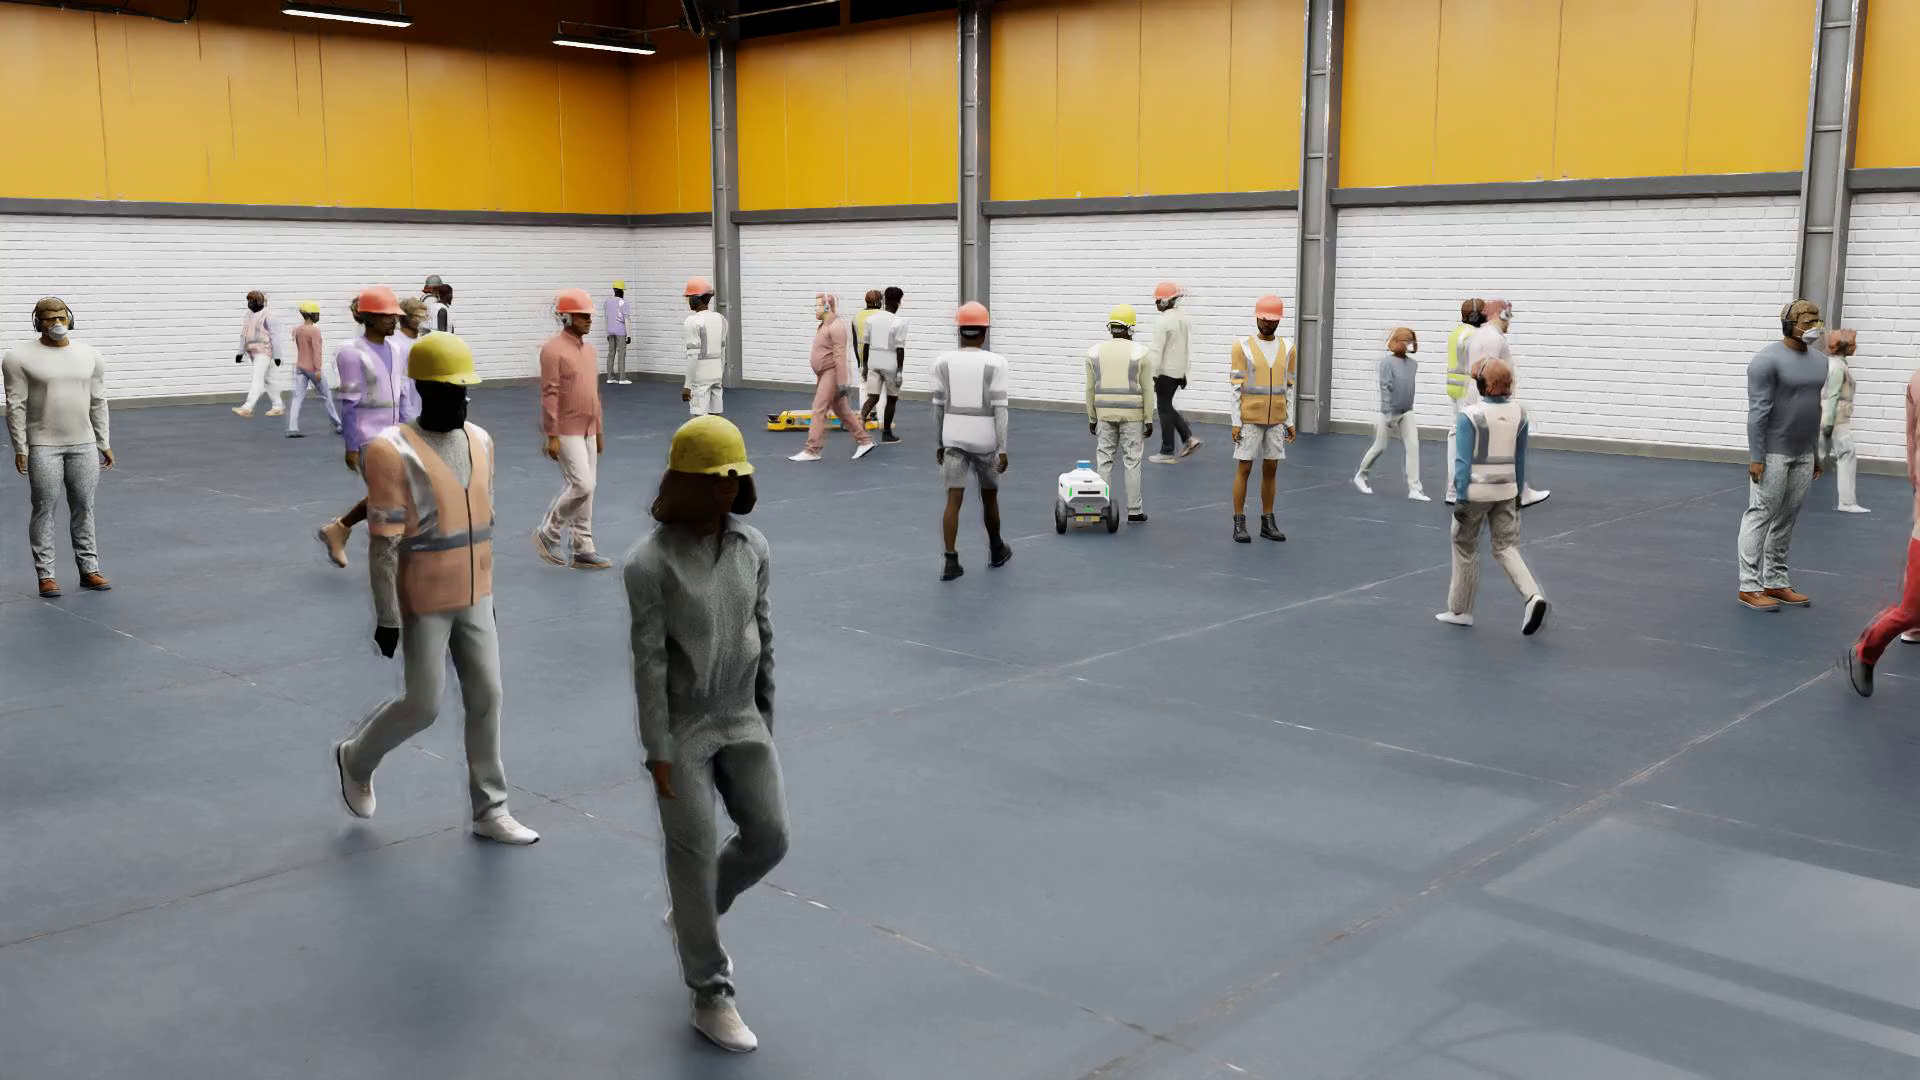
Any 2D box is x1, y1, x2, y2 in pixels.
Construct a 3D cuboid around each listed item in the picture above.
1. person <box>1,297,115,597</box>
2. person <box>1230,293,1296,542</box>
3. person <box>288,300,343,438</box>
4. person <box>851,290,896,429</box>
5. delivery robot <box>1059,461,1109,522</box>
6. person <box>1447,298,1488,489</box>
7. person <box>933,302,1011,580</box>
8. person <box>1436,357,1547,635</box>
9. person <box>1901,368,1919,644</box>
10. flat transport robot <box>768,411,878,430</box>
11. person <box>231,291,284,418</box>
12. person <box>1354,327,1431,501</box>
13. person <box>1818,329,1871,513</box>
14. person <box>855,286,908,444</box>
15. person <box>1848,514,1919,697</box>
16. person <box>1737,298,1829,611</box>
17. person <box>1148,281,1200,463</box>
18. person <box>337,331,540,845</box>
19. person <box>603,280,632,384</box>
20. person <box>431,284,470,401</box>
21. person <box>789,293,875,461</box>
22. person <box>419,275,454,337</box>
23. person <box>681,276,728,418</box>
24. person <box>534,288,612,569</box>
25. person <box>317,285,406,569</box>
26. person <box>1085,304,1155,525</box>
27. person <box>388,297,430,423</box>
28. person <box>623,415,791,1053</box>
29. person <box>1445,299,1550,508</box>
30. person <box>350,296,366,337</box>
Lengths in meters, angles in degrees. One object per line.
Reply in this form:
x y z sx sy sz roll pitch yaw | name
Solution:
-5.860 -0.609 10.860 0.371 1.940 0.627 8 12 42 | person
2.360 -0.941 12.917 0.542 1.931 0.376 -2 10 -13 | person
-8.163 -2.165 21.048 0.543 1.711 0.895 6 11 35 | person
-1.131 -2.394 22.103 0.627 1.844 0.429 6 11 33 | person
1.006 -0.403 13.541 0.477 0.478 0.707 -1 9 -3 | delivery robot
4.848 -1.368 15.805 0.429 1.845 0.621 0 9 -1 | person
0.100 -0.700 11.573 0.569 1.891 0.897 3 10 18 | person
3.106 -0.252 9.659 0.526 1.612 0.721 -4 10 -23 | person
5.521 -0.319 9.197 0.407 1.902 0.638 -1 9 -8 | person
-1.807 -1.592 21.984 1.431 0.197 0.652 -1 9 -3 | flat transport robot
-10.093 -2.641 23.746 0.631 1.798 0.939 7 12 38 | person
4.029 -1.186 15.464 0.494 1.599 0.842 -5 11 -29 | person
7.565 -1.047 14.554 0.752 1.608 0.508 3 10 17 | person
-0.960 -2.073 19.899 0.642 1.924 0.808 6 11 31 | person
4.635 -0.016 7.844 0.528 1.731 0.813 -2 9 -13 | person
5.151 -0.532 10.384 0.629 1.940 0.376 -5 10 -27 | person
2.281 -1.818 18.138 0.473 1.982 0.615 5 11 30 | person
-1.963 0.180 6.144 0.773 1.905 0.594 5 10 27 | person
-6.297 -3.826 30.665 0.582 1.918 0.405 5 11 28 | person
-8.353 -3.149 26.614 0.812 1.891 0.599 -4 10 -23 | person
-1.401 -1.807 18.476 0.979 1.865 0.657 -2 10 -15 | person
-8.488 -3.290 26.985 0.535 2.000 0.693 -6 11 -31 | person
-2.573 -1.601 16.615 0.377 2.045 0.605 5 10 26 | person
-2.695 -0.769 11.686 0.441 1.983 0.639 3 10 18 | person
-4.038 -0.710 11.260 0.791 2.022 0.615 2 10 14 | person
1.337 -1.036 13.802 0.591 1.833 0.403 4 10 23 | person
-4.168 -0.932 12.968 0.964 1.894 0.658 1 9 6 | person
-0.704 0.515 4.597 0.490 1.733 0.504 9 13 44 | person
4.789 -1.201 14.768 0.917 1.848 0.722 1 9 6 | person
-6.647 -1.822 18.652 0.330 1.832 0.658 -4 10 -25 | person
